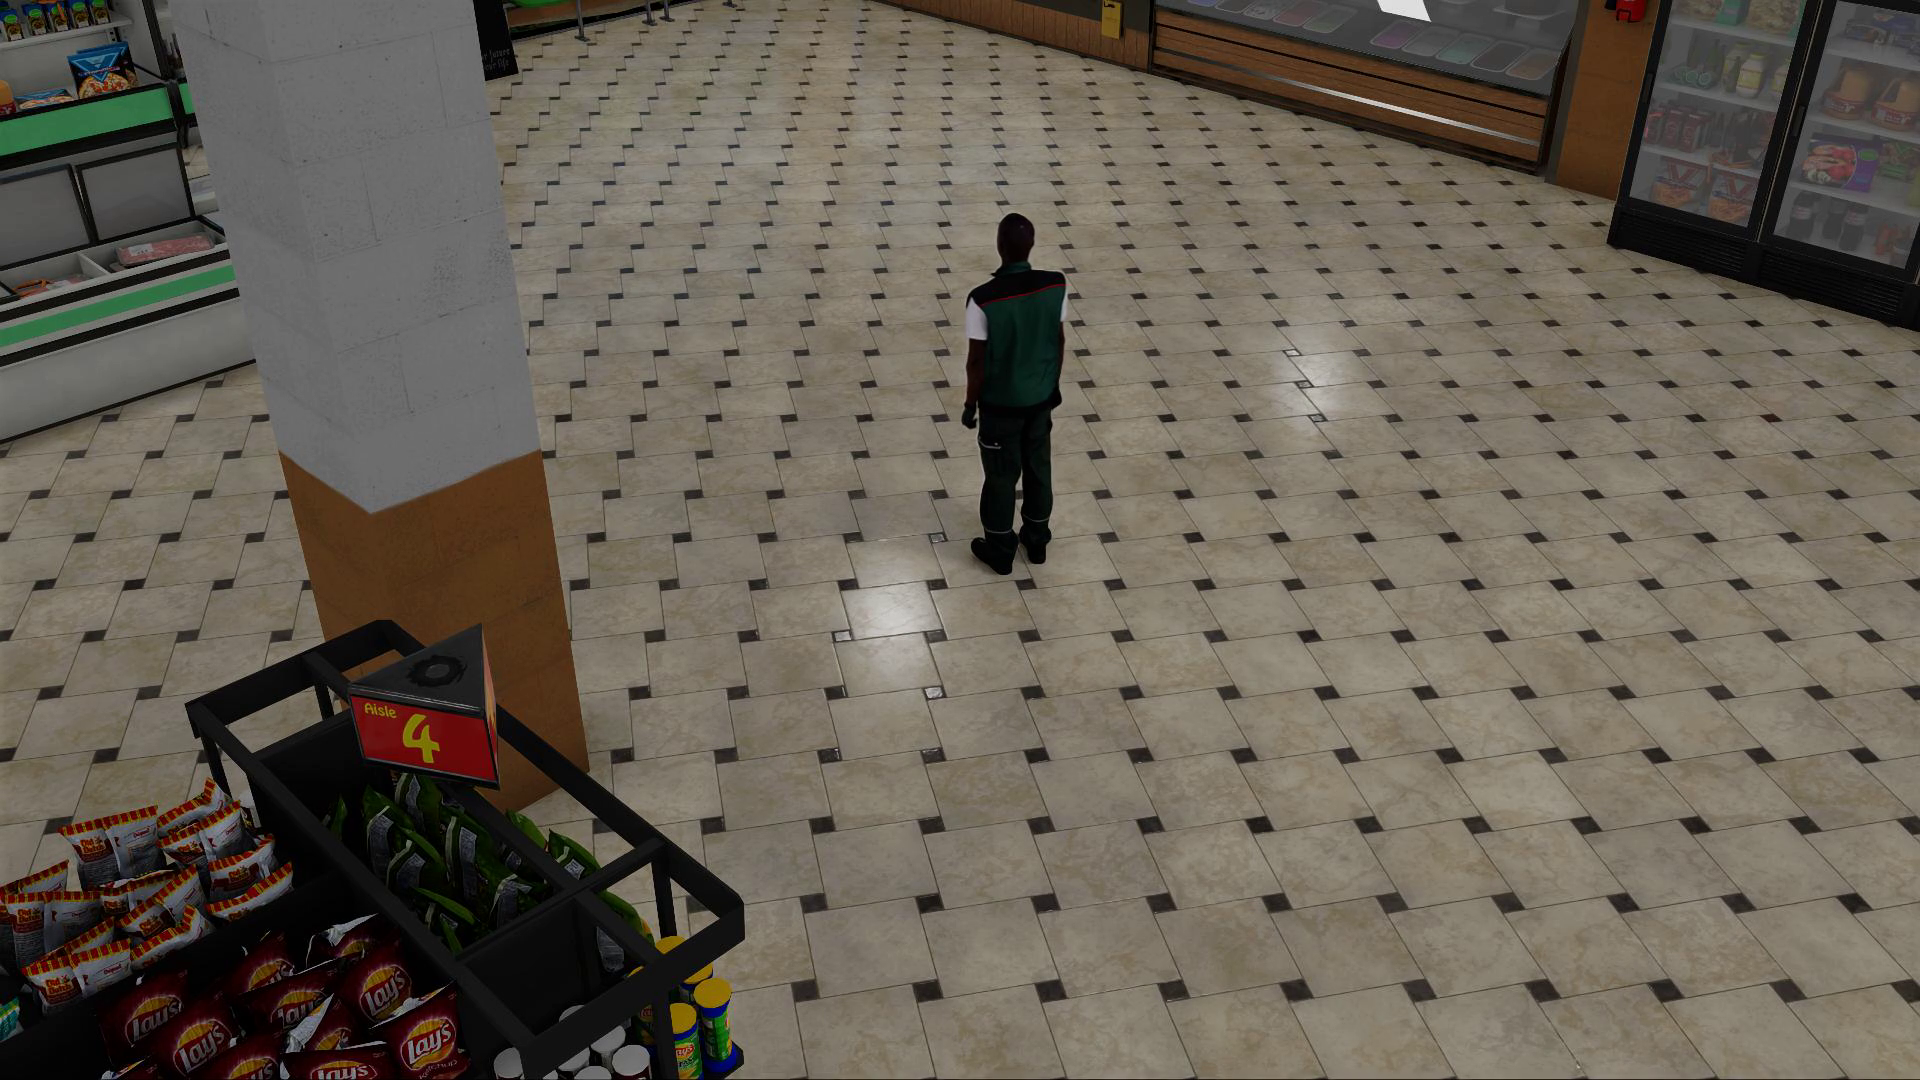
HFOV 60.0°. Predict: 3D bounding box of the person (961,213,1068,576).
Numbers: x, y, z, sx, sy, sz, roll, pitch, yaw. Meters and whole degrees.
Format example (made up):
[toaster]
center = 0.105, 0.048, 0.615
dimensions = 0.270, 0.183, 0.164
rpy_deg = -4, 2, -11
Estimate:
[person]
center = 0.266, -0.678, 7.939
dimensions = 0.668, 1.838, 0.821
rpy_deg = -14, 35, -22
